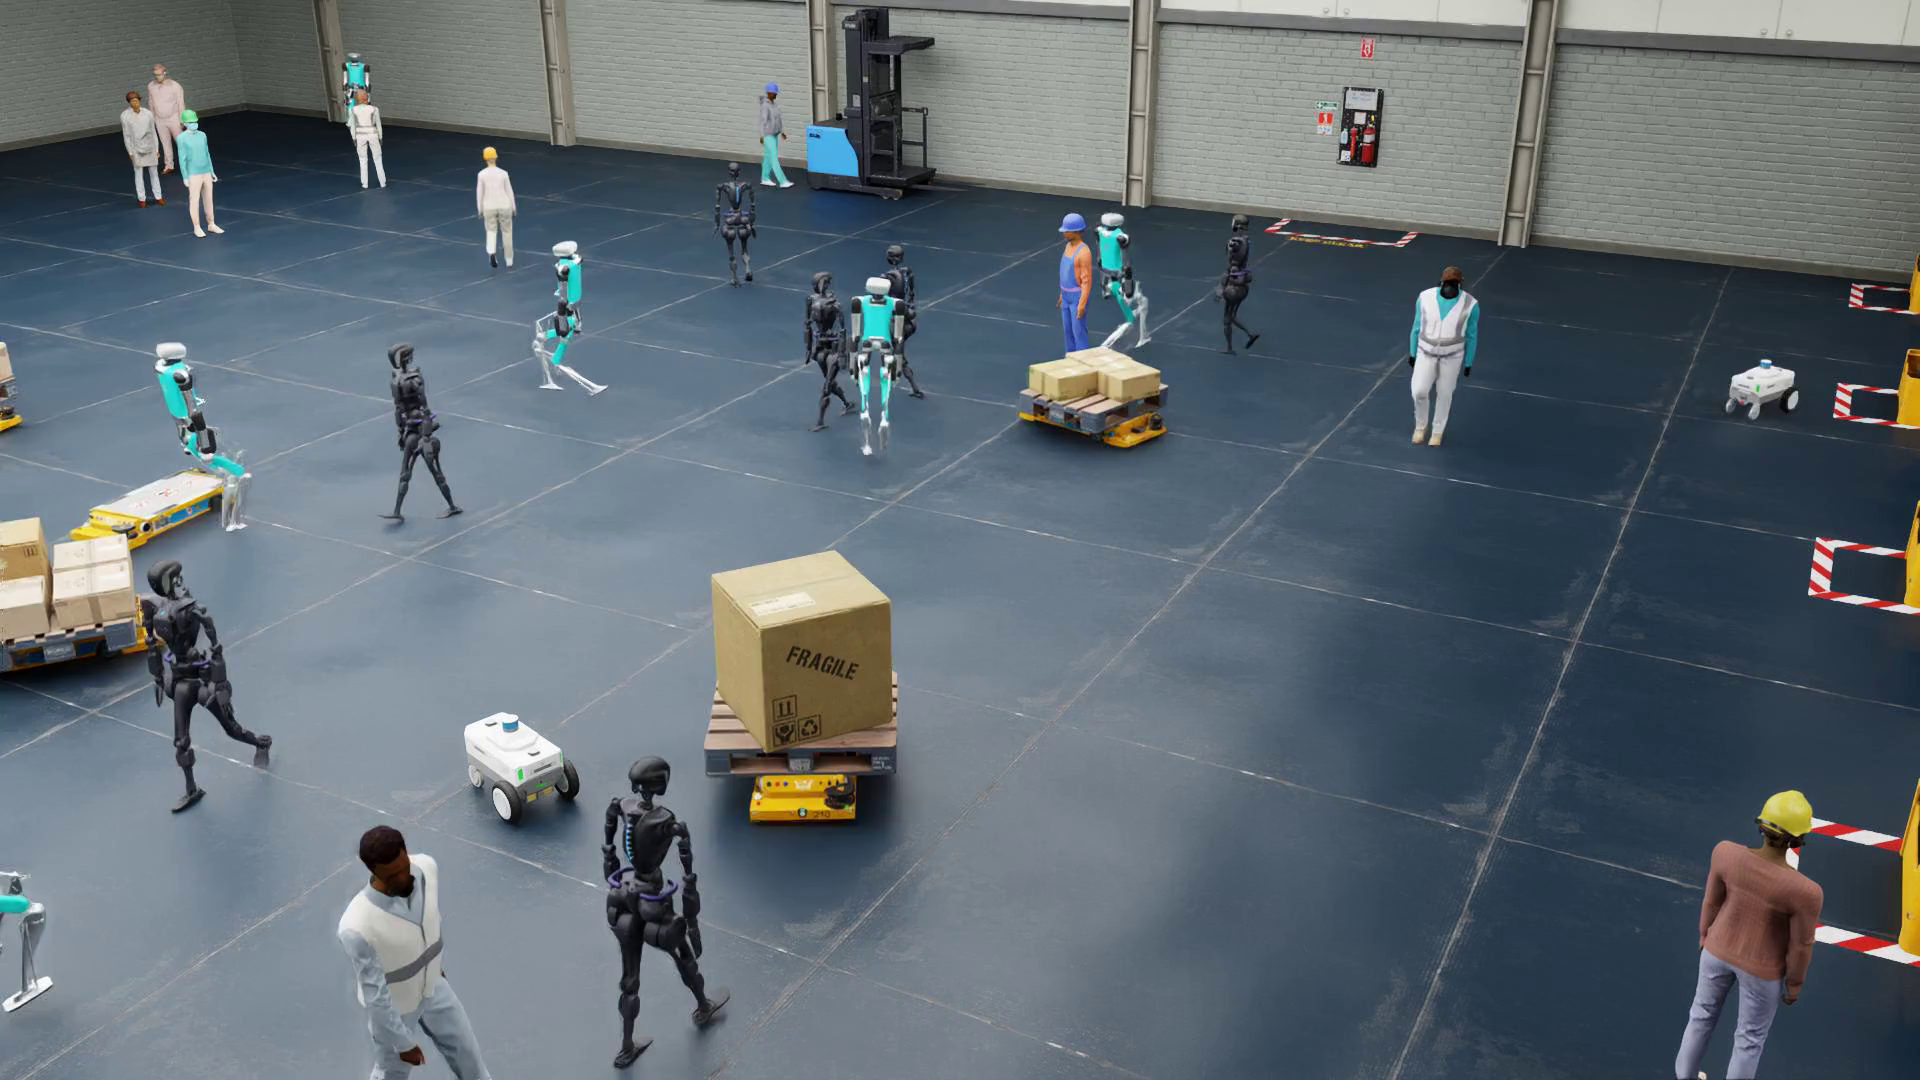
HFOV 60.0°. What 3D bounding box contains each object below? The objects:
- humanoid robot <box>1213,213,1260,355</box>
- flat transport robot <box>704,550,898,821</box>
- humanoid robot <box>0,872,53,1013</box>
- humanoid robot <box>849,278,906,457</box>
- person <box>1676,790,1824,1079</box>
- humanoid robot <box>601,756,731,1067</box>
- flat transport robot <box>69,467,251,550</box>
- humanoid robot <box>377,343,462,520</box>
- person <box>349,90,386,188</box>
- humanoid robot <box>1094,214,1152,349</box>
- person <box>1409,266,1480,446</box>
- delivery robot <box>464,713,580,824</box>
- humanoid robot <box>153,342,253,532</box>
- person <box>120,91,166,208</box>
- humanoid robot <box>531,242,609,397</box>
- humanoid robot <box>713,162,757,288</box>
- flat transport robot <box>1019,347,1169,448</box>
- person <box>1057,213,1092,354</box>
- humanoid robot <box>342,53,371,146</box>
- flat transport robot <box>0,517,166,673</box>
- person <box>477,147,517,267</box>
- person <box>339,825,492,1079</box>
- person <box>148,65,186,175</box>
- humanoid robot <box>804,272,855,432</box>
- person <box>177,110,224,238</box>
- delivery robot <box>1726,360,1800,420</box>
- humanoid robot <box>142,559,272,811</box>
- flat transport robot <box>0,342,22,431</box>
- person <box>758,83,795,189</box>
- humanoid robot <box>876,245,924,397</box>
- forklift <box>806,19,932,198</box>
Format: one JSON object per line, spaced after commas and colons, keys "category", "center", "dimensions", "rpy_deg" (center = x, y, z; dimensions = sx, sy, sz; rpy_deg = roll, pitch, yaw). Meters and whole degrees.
{"category": "humanoid robot", "center": [3.222, -2.949, 19.254], "dimensions": [0.444, 1.647, 0.599], "rpy_deg": [14, 27, 30]}
{"category": "flat transport robot", "center": [-1.014, 1.386, 10.936], "dimensions": [0.659, 0.231, 1.431], "rpy_deg": [-1, 23, -2]}
{"category": "humanoid robot", "center": [-5.050, 1.660, 8.463], "dimensions": [0.929, 1.772, 0.596], "rpy_deg": [-11, 26, -24]}
{"category": "humanoid robot", "center": [-0.797, -1.536, 15.954], "dimensions": [0.566, 1.846, 0.799], "rpy_deg": [0, 23, -1]}
{"category": "person", "center": [3.684, 1.945, 7.750], "dimensions": [0.345, 1.756, 0.516], "rpy_deg": [-19, 30, -37]}
{"category": "humanoid robot", "center": [-1.515, 1.786, 8.260], "dimensions": [0.608, 1.629, 0.711], "rpy_deg": [13, 26, 27]}
{"category": "flat transport robot", "center": [-7.116, -0.289, 14.834], "dimensions": [0.659, 0.231, 1.431], "rpy_deg": [9, 25, 20]}
{"category": "humanoid robot", "center": [-4.789, -0.920, 14.550], "dimensions": [0.591, 1.634, 0.702], "rpy_deg": [21, 31, 40]}
{"category": "person", "center": [-10.086, -6.818, 28.312], "dimensions": [0.509, 1.629, 0.314], "rpy_deg": [-7, 24, -15]}
{"category": "humanoid robot", "center": [1.984, -2.934, 19.212], "dimensions": [0.993, 1.736, 0.540], "rpy_deg": [-16, 28, -32]}
{"category": "person", "center": [4.730, -1.787, 16.347], "dimensions": [0.648, 1.825, 0.509], "rpy_deg": [10, 25, 21]}
{"category": "delivery robot", "center": [-2.813, 1.398, 10.542], "dimensions": [0.499, 0.592, 0.774], "rpy_deg": [-21, 31, -40]}
{"category": "humanoid robot", "center": [-6.441, -0.861, 14.375], "dimensions": [0.532, 1.833, 0.710], "rpy_deg": [21, 31, 40]}
{"category": "person", "center": [-13.209, -6.317, 26.892], "dimensions": [0.504, 1.831, 0.368], "rpy_deg": [-16, 28, -32]}
{"category": "humanoid robot", "center": [-4.276, -2.314, 17.687], "dimensions": [1.039, 1.733, 0.555], "rpy_deg": [3, 23, 7]}
{"category": "humanoid robot", "center": [-2.997, -4.200, 22.165], "dimensions": [0.585, 1.647, 0.358], "rpy_deg": [-10, 25, -21]}
{"category": "flat transport robot", "center": [1.359, -1.261, 17.099], "dimensions": [1.431, 0.231, 0.659], "rpy_deg": [20, 30, 39]}
{"category": "person", "center": [1.244, -2.635, 18.230], "dimensions": [0.370, 1.903, 0.521], "rpy_deg": [-10, 25, -22]}
{"category": "humanoid robot", "center": [-11.525, -8.276, 31.710], "dimensions": [0.563, 1.903, 0.746], "rpy_deg": [0, 23, 0]}
{"category": "flat transport robot", "center": [-6.727, 0.747, 12.423], "dimensions": [1.431, 0.231, 0.659], "rpy_deg": [-11, 26, -24]}
{"category": "person", "center": [-6.414, -4.581, 23.040], "dimensions": [0.507, 1.676, 0.513], "rpy_deg": [-6, 24, -13]}
{"category": "person", "center": [-2.383, 2.046, 7.382], "dimensions": [0.972, 1.856, 0.619], "rpy_deg": [9, 25, 19]}
{"category": "person", "center": [-13.978, -7.411, 29.351], "dimensions": [0.638, 1.903, 0.413], "rpy_deg": [2, 23, 4]}
{"category": "humanoid robot", "center": [-1.311, -1.971, 17.037], "dimensions": [0.591, 1.621, 0.788], "rpy_deg": [18, 29, 36]}
{"category": "person", "center": [-11.415, -5.502, 24.938], "dimensions": [0.361, 1.872, 0.529], "rpy_deg": [14, 27, 29]}
{"category": "delivery robot", "center": [8.467, -1.602, 17.544], "dimensions": [0.794, 0.606, 0.499], "rpy_deg": [-15, 28, -31]}
{"category": "humanoid robot", "center": [-4.783, 0.846, 10.490], "dimensions": [0.589, 1.648, 0.790], "rpy_deg": [6, 24, 15]}
{"category": "flat transport robot", "center": [-10.476, -1.242, 17.054], "dimensions": [1.431, 0.231, 0.659], "rpy_deg": [7, 24, 15]}
{"category": "person", "center": [-3.118, -6.863, 28.252], "dimensions": [0.741, 1.742, 0.568], "rpy_deg": [8, 24, 18]}
{"category": "humanoid robot", "center": [-0.693, -2.371, 17.966], "dimensions": [0.780, 1.627, 0.598], "rpy_deg": [18, 29, 35]}
{"category": "forklift", "center": [-1.573, -7.292, 27.850], "dimensions": [1.873, 2.768, 1.129], "rpy_deg": [12, 26, 25]}
